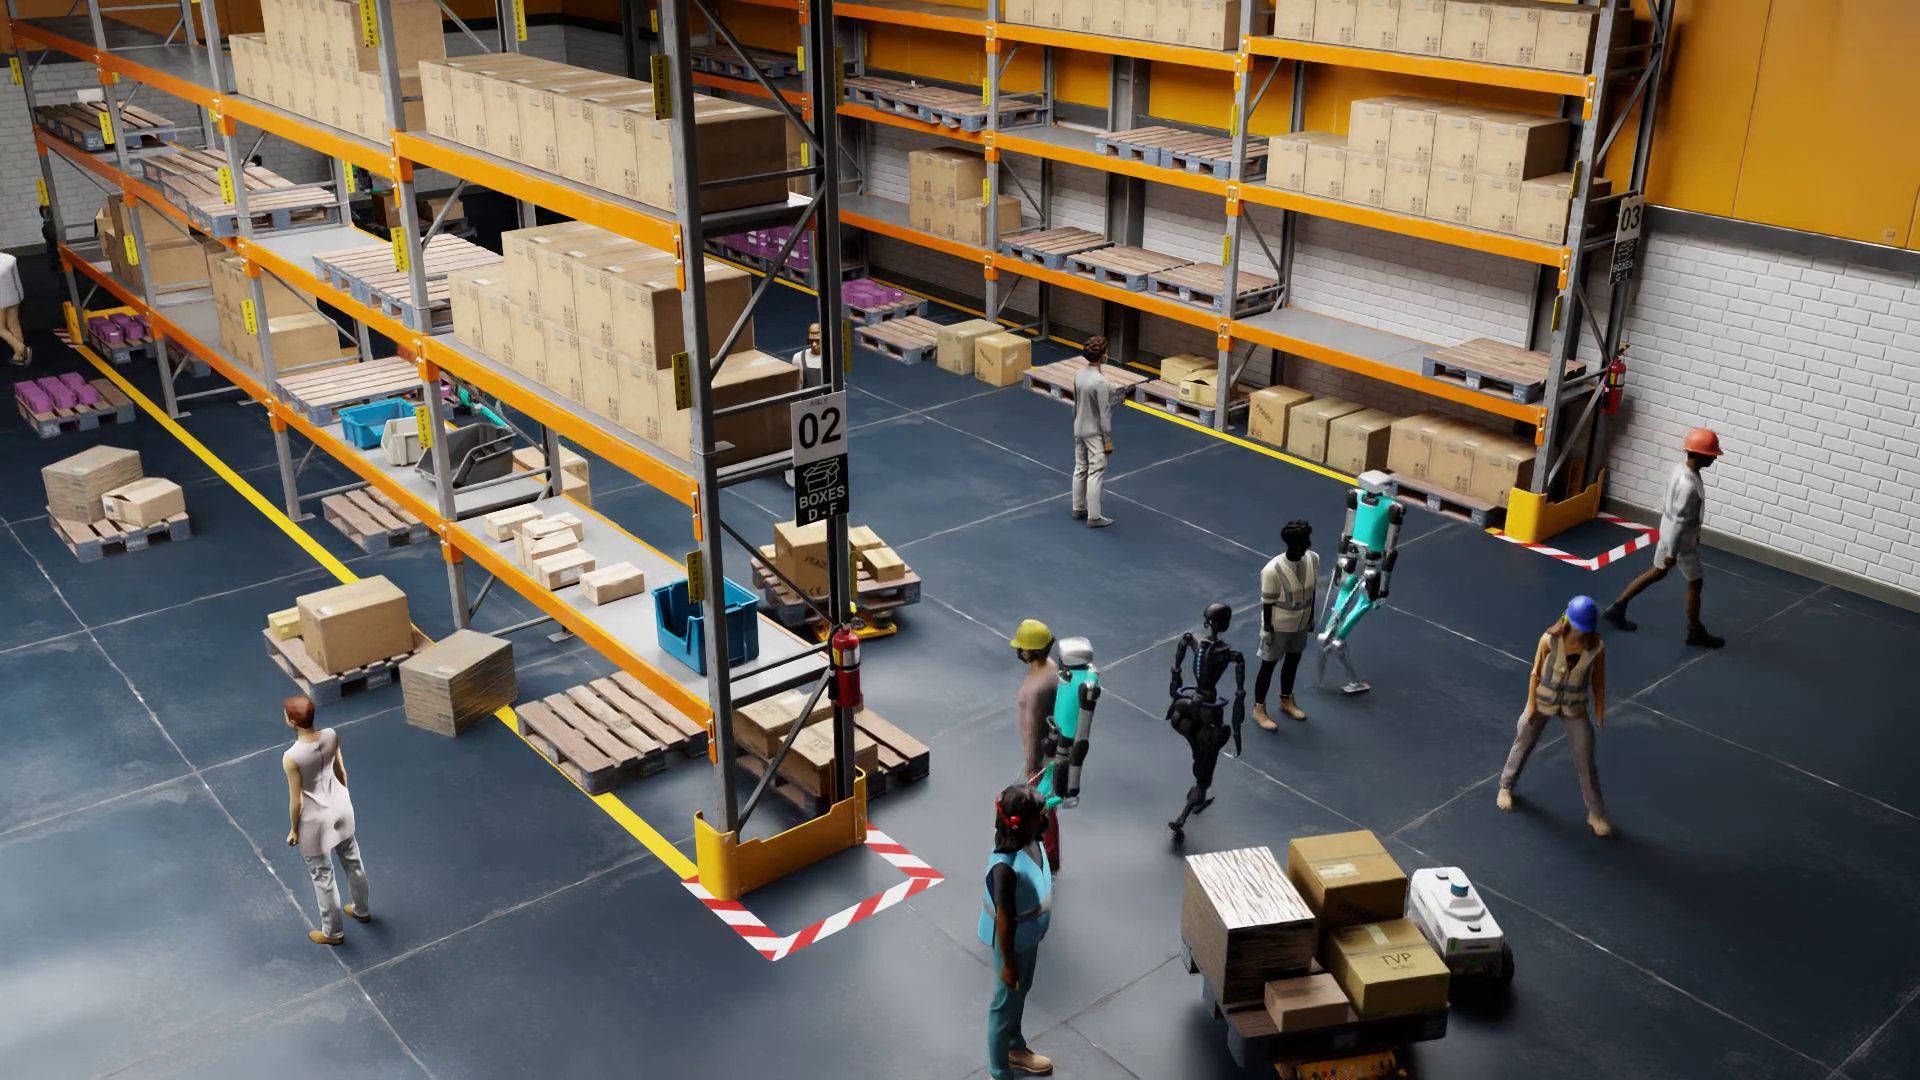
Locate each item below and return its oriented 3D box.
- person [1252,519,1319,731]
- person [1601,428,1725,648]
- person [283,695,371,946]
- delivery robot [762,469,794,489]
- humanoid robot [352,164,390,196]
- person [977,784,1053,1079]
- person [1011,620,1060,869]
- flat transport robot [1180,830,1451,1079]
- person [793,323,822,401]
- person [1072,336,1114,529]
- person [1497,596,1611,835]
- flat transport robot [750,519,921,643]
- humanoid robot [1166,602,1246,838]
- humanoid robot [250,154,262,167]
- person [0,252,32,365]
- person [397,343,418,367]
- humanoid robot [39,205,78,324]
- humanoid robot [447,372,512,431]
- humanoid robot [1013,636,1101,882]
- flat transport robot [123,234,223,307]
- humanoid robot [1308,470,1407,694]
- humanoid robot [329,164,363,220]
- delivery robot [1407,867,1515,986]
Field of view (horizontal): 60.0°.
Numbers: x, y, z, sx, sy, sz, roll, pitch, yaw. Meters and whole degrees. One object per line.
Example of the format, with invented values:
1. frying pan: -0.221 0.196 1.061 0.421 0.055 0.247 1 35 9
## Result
1. person: 2.440 0.619 12.421 0.529 1.686 0.322 -15 27 -31
2. person: 5.899 -0.042 13.685 0.955 1.900 0.541 6 24 14
3. person: -3.849 1.671 10.018 0.286 1.658 0.441 11 26 24
4. delivery robot: -1.770 -0.870 17.313 0.811 0.608 0.499 14 27 30
5. humanoid robot: -9.654 -5.907 27.473 0.758 1.766 0.567 -14 27 -29
6. person: 0.302 2.107 8.751 0.392 1.866 0.527 8 25 18
7. person: 0.503 1.324 10.710 0.375 1.754 0.539 6 24 13
8. flat transport robot: 1.980 2.694 9.405 0.659 0.231 1.431 -5 24 -11
9. person: -1.409 -1.280 16.621 0.512 1.843 0.327 -2 23 -4
10. person: 1.260 -1.036 16.002 0.403 1.892 0.536 -15 27 -31
11. person: 4.115 1.137 11.179 0.716 1.736 0.503 5 24 11
12. flat transport robot: -1.116 0.509 14.465 0.659 0.231 1.431 -10 25 -21
13. humanoid robot: 1.584 1.188 11.152 0.603 1.631 0.686 18 29 36
14. humanoid robot: -10.887 -5.155 25.834 0.590 1.638 0.691 9 25 21
15. person: -11.877 -2.991 20.714 0.564 1.735 0.574 9 25 20
16. person: -6.585 -2.636 19.904 0.730 1.736 0.487 6 24 13
17. humanoid robot: -12.191 -3.793 22.652 0.588 1.638 0.412 18 29 36
18. humanoid robot: -4.987 -1.535 17.366 0.831 1.786 0.590 -20 30 -39
19. humanoid robot: 0.465 1.479 10.410 0.794 1.806 0.548 -5 24 -12
20. flat transport robot: -10.971 -3.384 23.479 1.431 0.231 0.659 4 24 8
21. humanoid robot: 2.992 0.424 12.945 0.803 1.884 0.540 -16 28 -33
22. humanoid robot: -10.694 -6.306 28.507 0.801 1.854 0.563 4 24 8
23. delivery robot: 2.967 2.314 9.945 0.499 0.611 0.800 -2 23 -5
